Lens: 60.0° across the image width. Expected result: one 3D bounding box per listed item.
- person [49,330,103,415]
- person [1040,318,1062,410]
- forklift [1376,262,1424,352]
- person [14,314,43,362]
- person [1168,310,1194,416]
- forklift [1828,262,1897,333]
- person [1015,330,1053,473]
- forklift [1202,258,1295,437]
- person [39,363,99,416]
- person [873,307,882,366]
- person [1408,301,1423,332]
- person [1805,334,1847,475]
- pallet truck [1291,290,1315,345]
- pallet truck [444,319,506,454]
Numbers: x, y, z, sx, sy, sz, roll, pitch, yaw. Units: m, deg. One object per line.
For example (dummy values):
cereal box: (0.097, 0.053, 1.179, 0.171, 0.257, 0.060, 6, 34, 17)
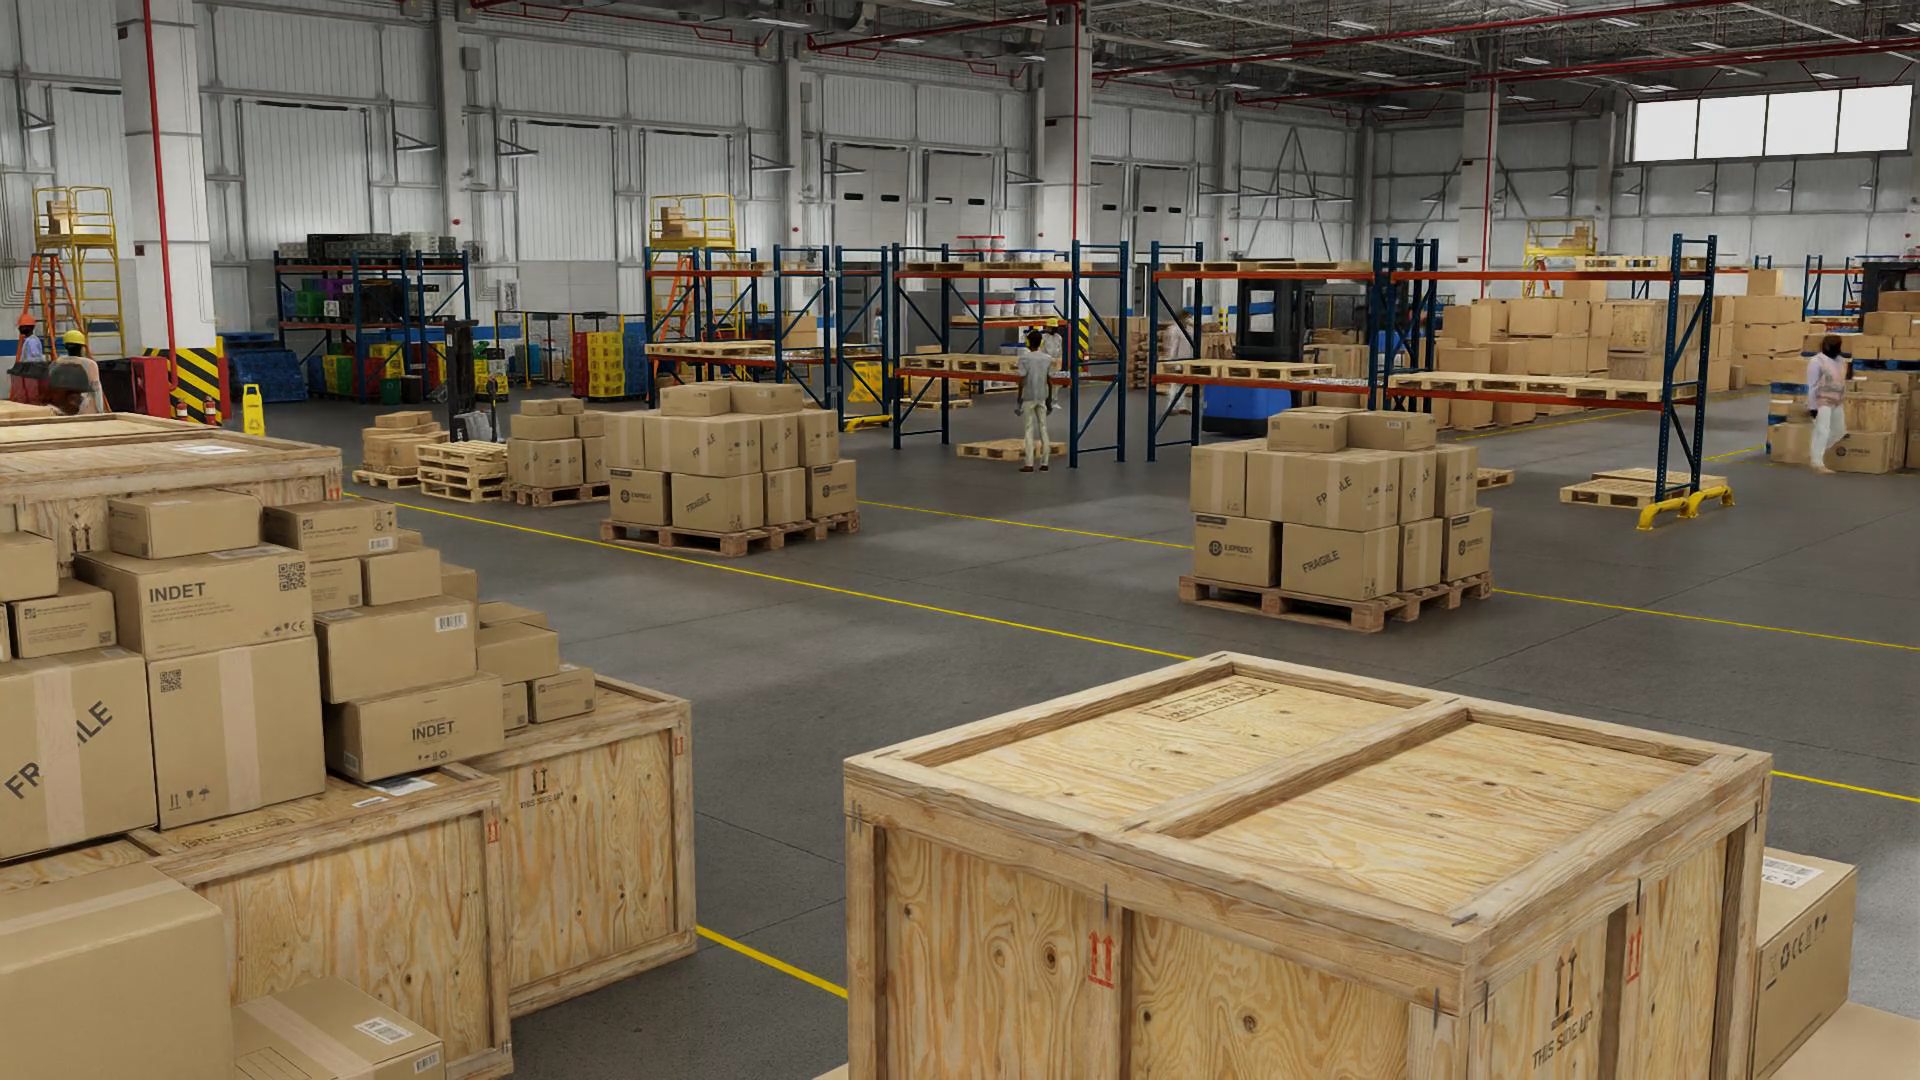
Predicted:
person: (-10.613, -1.563, 20.037, 0.587, 1.929, 0.361, -1, 9, -4)
person: (1.734, -3.330, 31.474, 0.488, 1.736, 0.321, -5, 11, -28)
forklift: (10.939, -5.655, 42.217, 1.129, 2.768, 1.873, -2, 9, -12)
person: (-14.788, -2.618, 26.480, 0.356, 1.936, 0.551, -6, 11, -33)
person: (4.002, -3.207, 30.216, 0.338, 1.920, 0.760, 8, 13, 42)
forklift: (23.211, -5.655, 42.217, 1.129, 2.768, 1.873, -5, 10, -27)
person: (0.964, -1.800, 21.676, 0.533, 1.868, 0.310, -4, 10, -22)
forklift: (4.848, -3.125, 26.705, 1.129, 2.768, 1.873, 9, 13, 43)
person: (-6.218, -0.269, 11.762, 0.884, 2.000, 0.696, -3, 10, -18)
person: (-2.163, -5.387, 44.402, 0.312, 1.633, 0.518, -1, 9, -8)
person: (14.017, -6.545, 51.358, 0.546, 1.679, 0.594, 8, 12, 39)
person: (11.217, -1.755, 21.532, 0.647, 1.824, 0.440, -5, 11, -28)
pallet truck: (11.297, -6.951, 52.861, 1.885, 1.965, 0.823, -5, 11, -29)
pallet truck: (-6.981, -1.942, 22.150, 1.885, 1.965, 0.823, 1, 9, 9)
